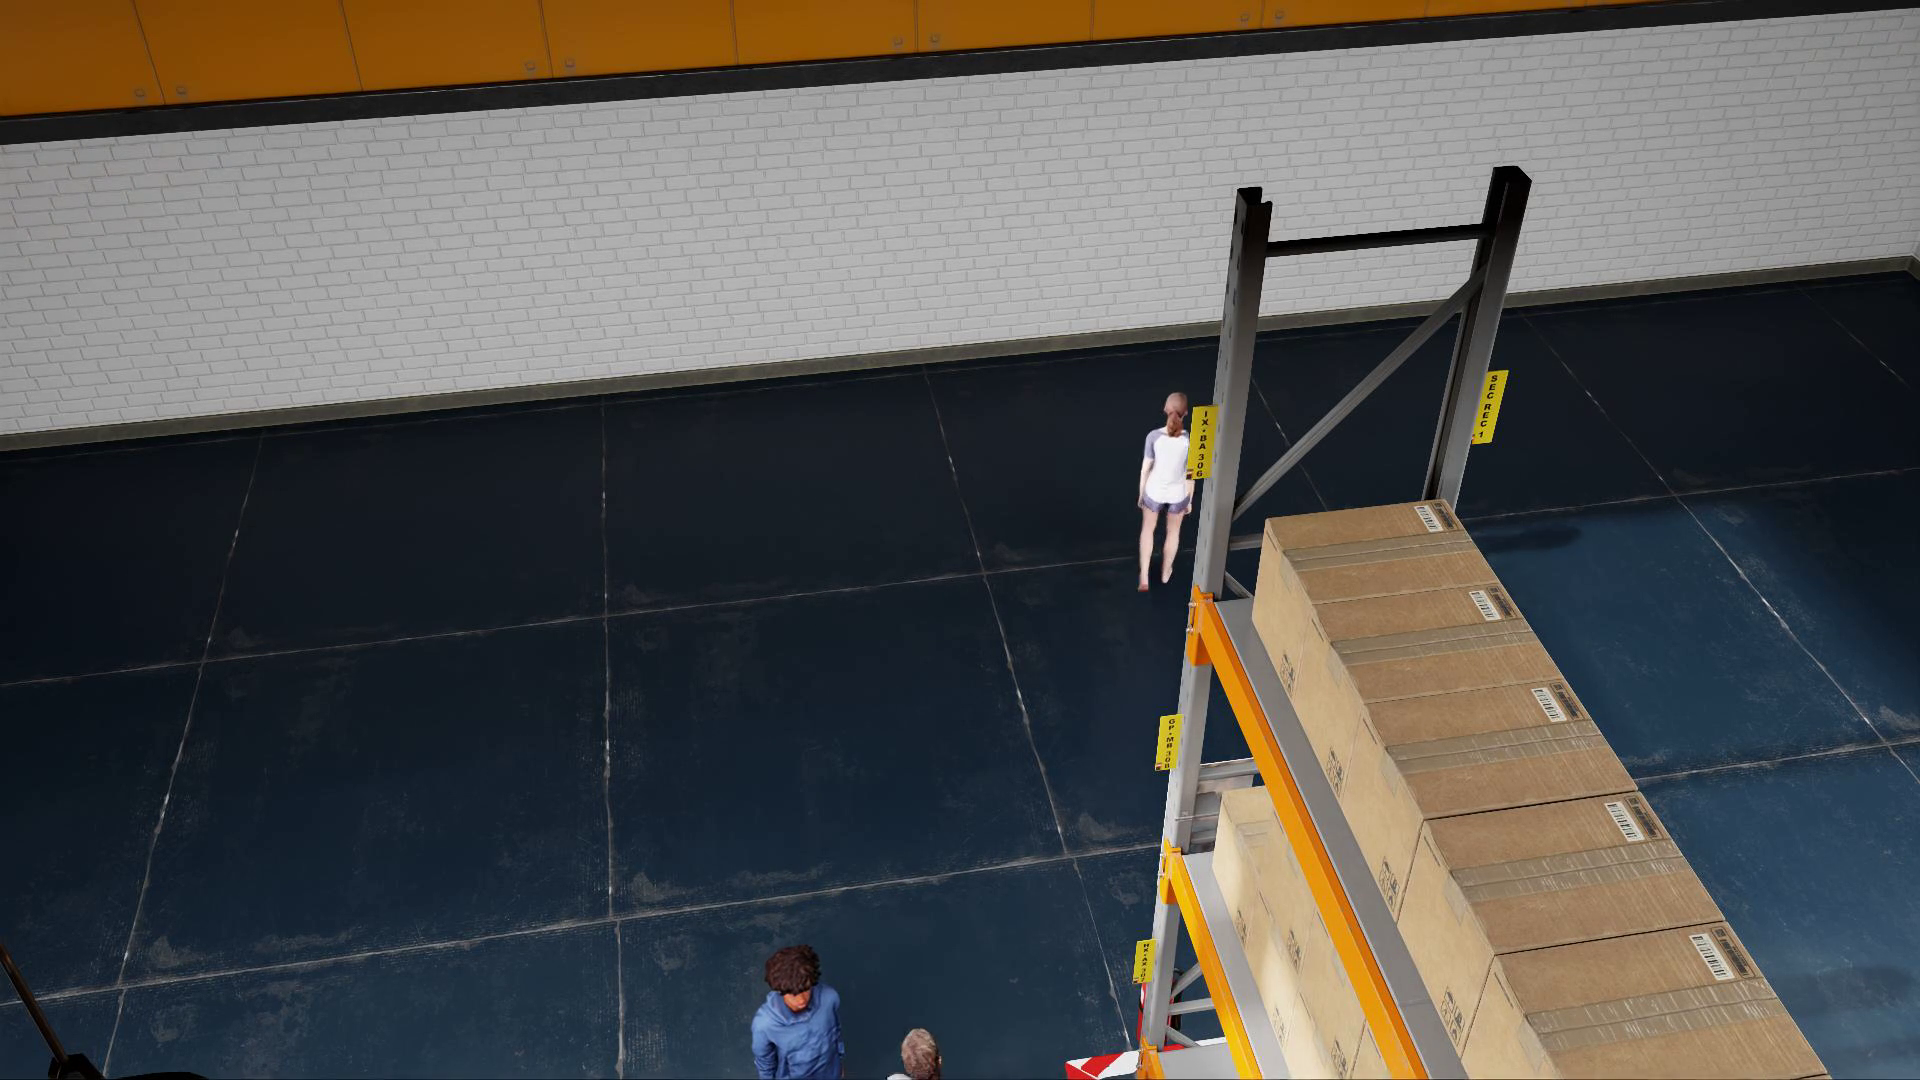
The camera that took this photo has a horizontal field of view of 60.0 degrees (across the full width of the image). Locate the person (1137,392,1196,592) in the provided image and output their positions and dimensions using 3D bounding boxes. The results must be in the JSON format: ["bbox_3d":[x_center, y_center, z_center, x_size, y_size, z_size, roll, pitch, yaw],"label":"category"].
[{"bbox_3d":[1.570,-0.299,12.675,0.747,1.747,0.911,8,39,9],"label":"person"}]

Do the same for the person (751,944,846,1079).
[{"bbox_3d":[-0.835,2.777,8.772,0.749,1.811,0.711,-21,43,-24],"label":"person"}]
